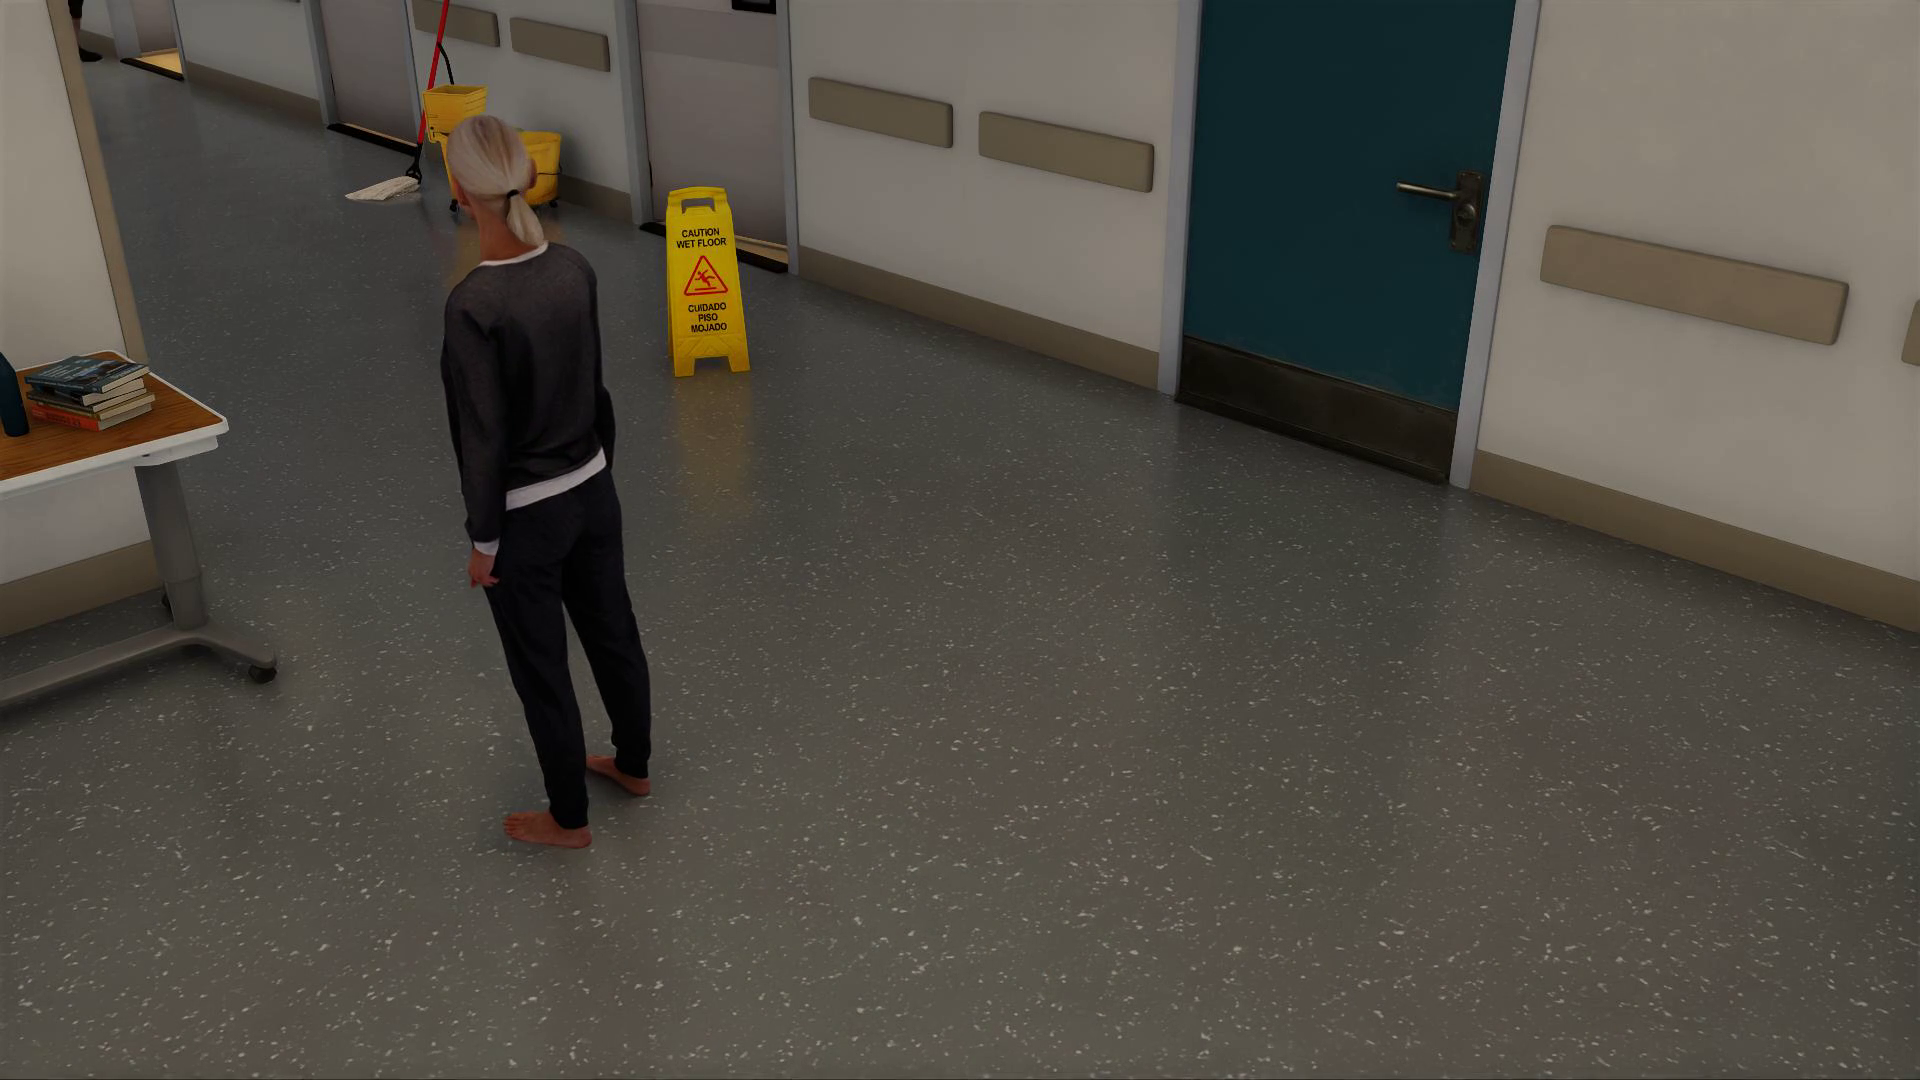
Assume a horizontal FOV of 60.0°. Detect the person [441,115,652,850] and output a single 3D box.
[{"bbox_3d":[-0.943,-0.101,3.779,0.603,1.726,0.652,14,29,27],"label":"person"}]
